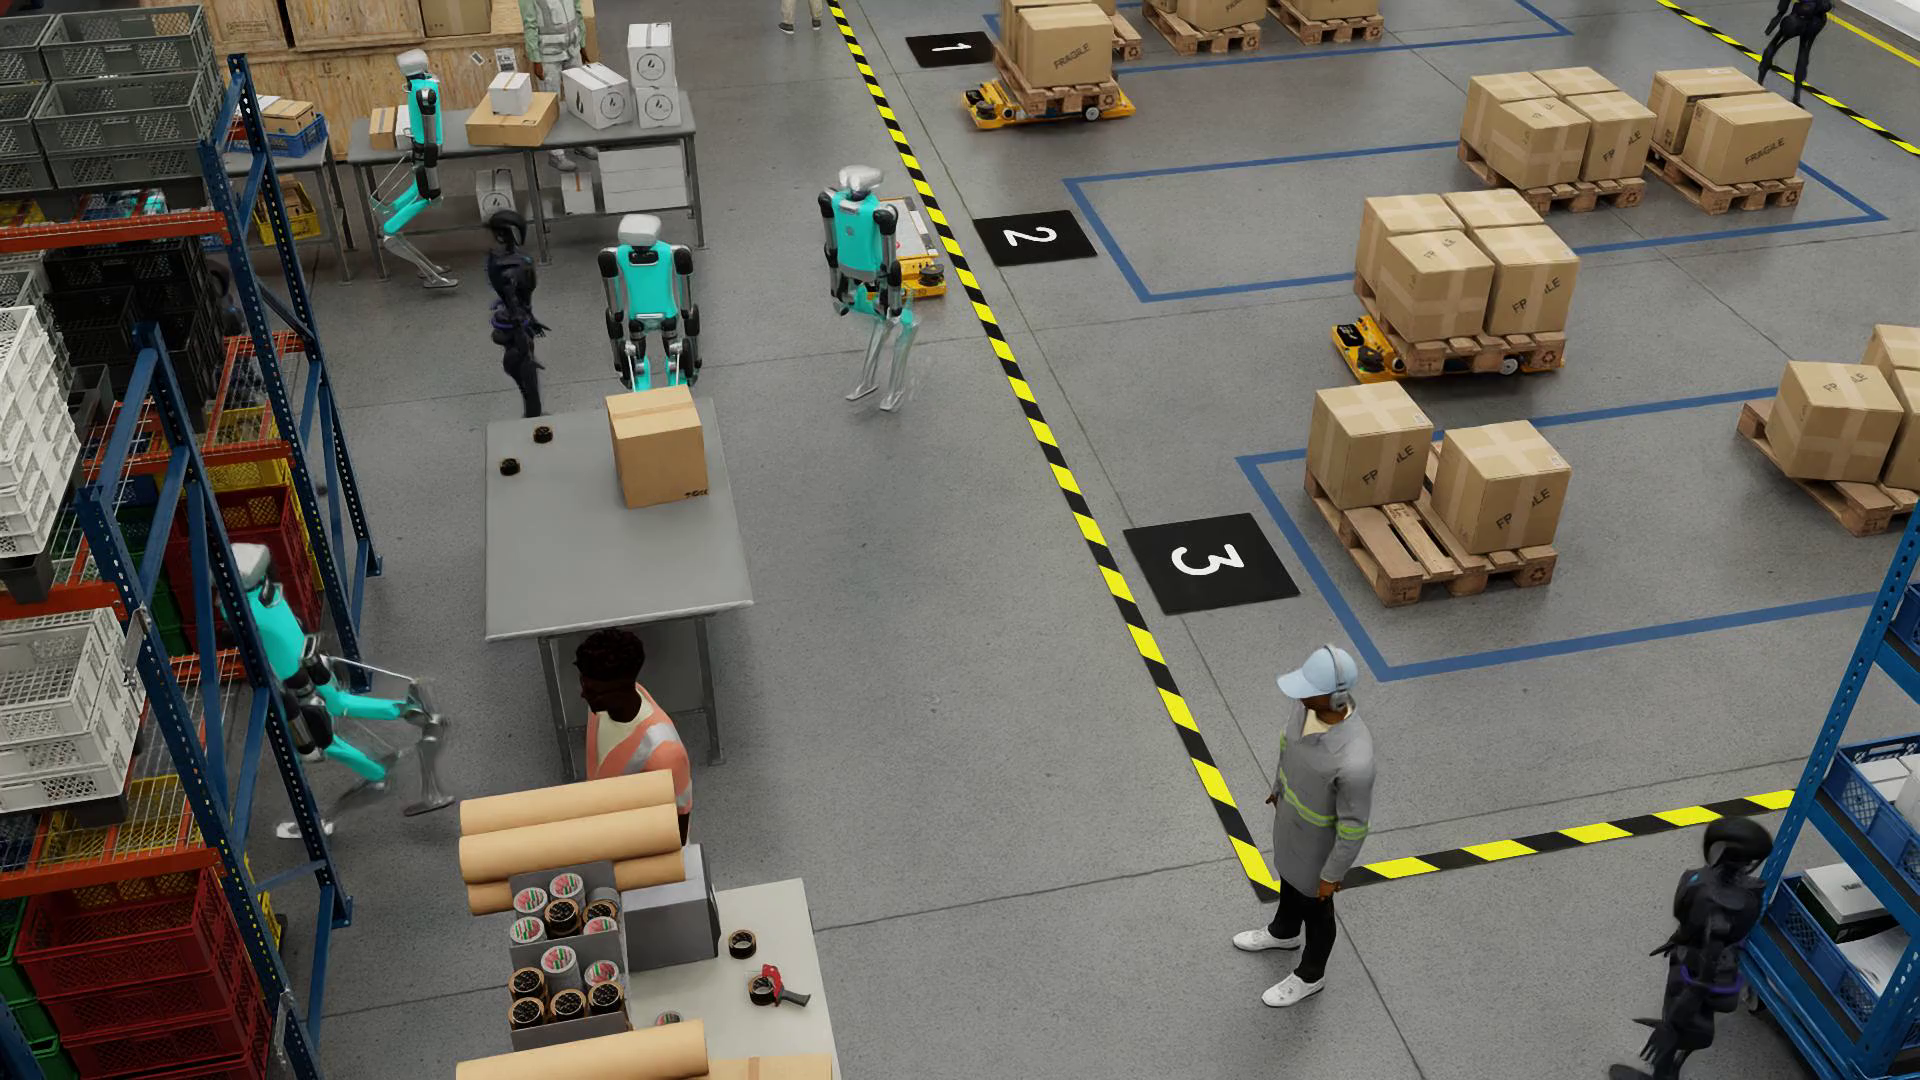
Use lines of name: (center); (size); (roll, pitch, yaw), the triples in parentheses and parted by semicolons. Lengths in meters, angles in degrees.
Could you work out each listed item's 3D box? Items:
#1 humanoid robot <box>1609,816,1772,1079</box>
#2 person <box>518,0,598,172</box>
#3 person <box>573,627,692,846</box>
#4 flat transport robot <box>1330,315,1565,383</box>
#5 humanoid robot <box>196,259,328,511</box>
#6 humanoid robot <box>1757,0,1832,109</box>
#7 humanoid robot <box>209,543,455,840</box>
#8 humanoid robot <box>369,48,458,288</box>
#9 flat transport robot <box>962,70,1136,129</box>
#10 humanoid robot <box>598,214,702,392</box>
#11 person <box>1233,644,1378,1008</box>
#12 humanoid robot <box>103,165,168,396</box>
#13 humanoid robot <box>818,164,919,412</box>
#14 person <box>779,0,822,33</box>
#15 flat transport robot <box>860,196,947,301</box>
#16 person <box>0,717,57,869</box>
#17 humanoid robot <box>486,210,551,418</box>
humanoid robot: (2.722, 1.647, 6.171); (0.378, 1.676, 0.582); (13, 39, 17)
person: (-3.255, -3.975, 13.501); (0.408, 1.939, 0.602); (23, 42, 28)
person: (-1.269, 1.129, 6.614); (0.367, 1.966, 0.602); (-25, 43, -29)
flat transport robot: (3.331, -1.365, 11.365); (1.431, 0.197, 0.652); (-5, 37, -6)
humanoid robot: (-4.233, -0.865, 9.580); (0.785, 1.628, 0.585); (-6, 37, -8)
humanoid robot: (7.395, -4.655, 14.630); (0.585, 1.643, 0.564); (-14, 39, -19)
humanoid robot: (-2.680, 0.723, 7.382); (1.029, 1.736, 0.543); (-6, 37, -7)
humanoid robot: (-3.907, -2.562, 11.654); (0.735, 1.677, 0.533); (-13, 39, -17)
flat transport robot: (0.789, -3.942, 14.828); (1.431, 0.197, 0.652); (-8, 37, -10)
humanoid robot: (-1.752, -0.973, 9.518); (0.533, 1.677, 0.735); (-2, 37, -3)
person: (1.377, 1.147, 6.686); (0.395, 1.850, 0.597); (-8, 37, -11)
humanoid robot: (-5.123, -1.380, 10.232); (0.830, 1.827, 0.545); (-21, 42, -26)
humanoid robot: (-0.483, -1.628, 10.399); (0.533, 1.677, 0.735); (20, 41, 25)
person: (-1.583, -5.809, 16.102); (0.572, 1.769, 0.398); (-13, 39, -17)
flat transport robot: (-0.570, -2.220, 12.538); (0.659, 0.231, 1.431); (-8, 37, -10)
person: (-4.276, 0.820, 7.170); (0.515, 1.800, 0.587); (-22, 42, -27)
humanoid robot: (-2.661, -1.264, 10.080); (0.327, 1.632, 0.660); (-6, 37, -8)
